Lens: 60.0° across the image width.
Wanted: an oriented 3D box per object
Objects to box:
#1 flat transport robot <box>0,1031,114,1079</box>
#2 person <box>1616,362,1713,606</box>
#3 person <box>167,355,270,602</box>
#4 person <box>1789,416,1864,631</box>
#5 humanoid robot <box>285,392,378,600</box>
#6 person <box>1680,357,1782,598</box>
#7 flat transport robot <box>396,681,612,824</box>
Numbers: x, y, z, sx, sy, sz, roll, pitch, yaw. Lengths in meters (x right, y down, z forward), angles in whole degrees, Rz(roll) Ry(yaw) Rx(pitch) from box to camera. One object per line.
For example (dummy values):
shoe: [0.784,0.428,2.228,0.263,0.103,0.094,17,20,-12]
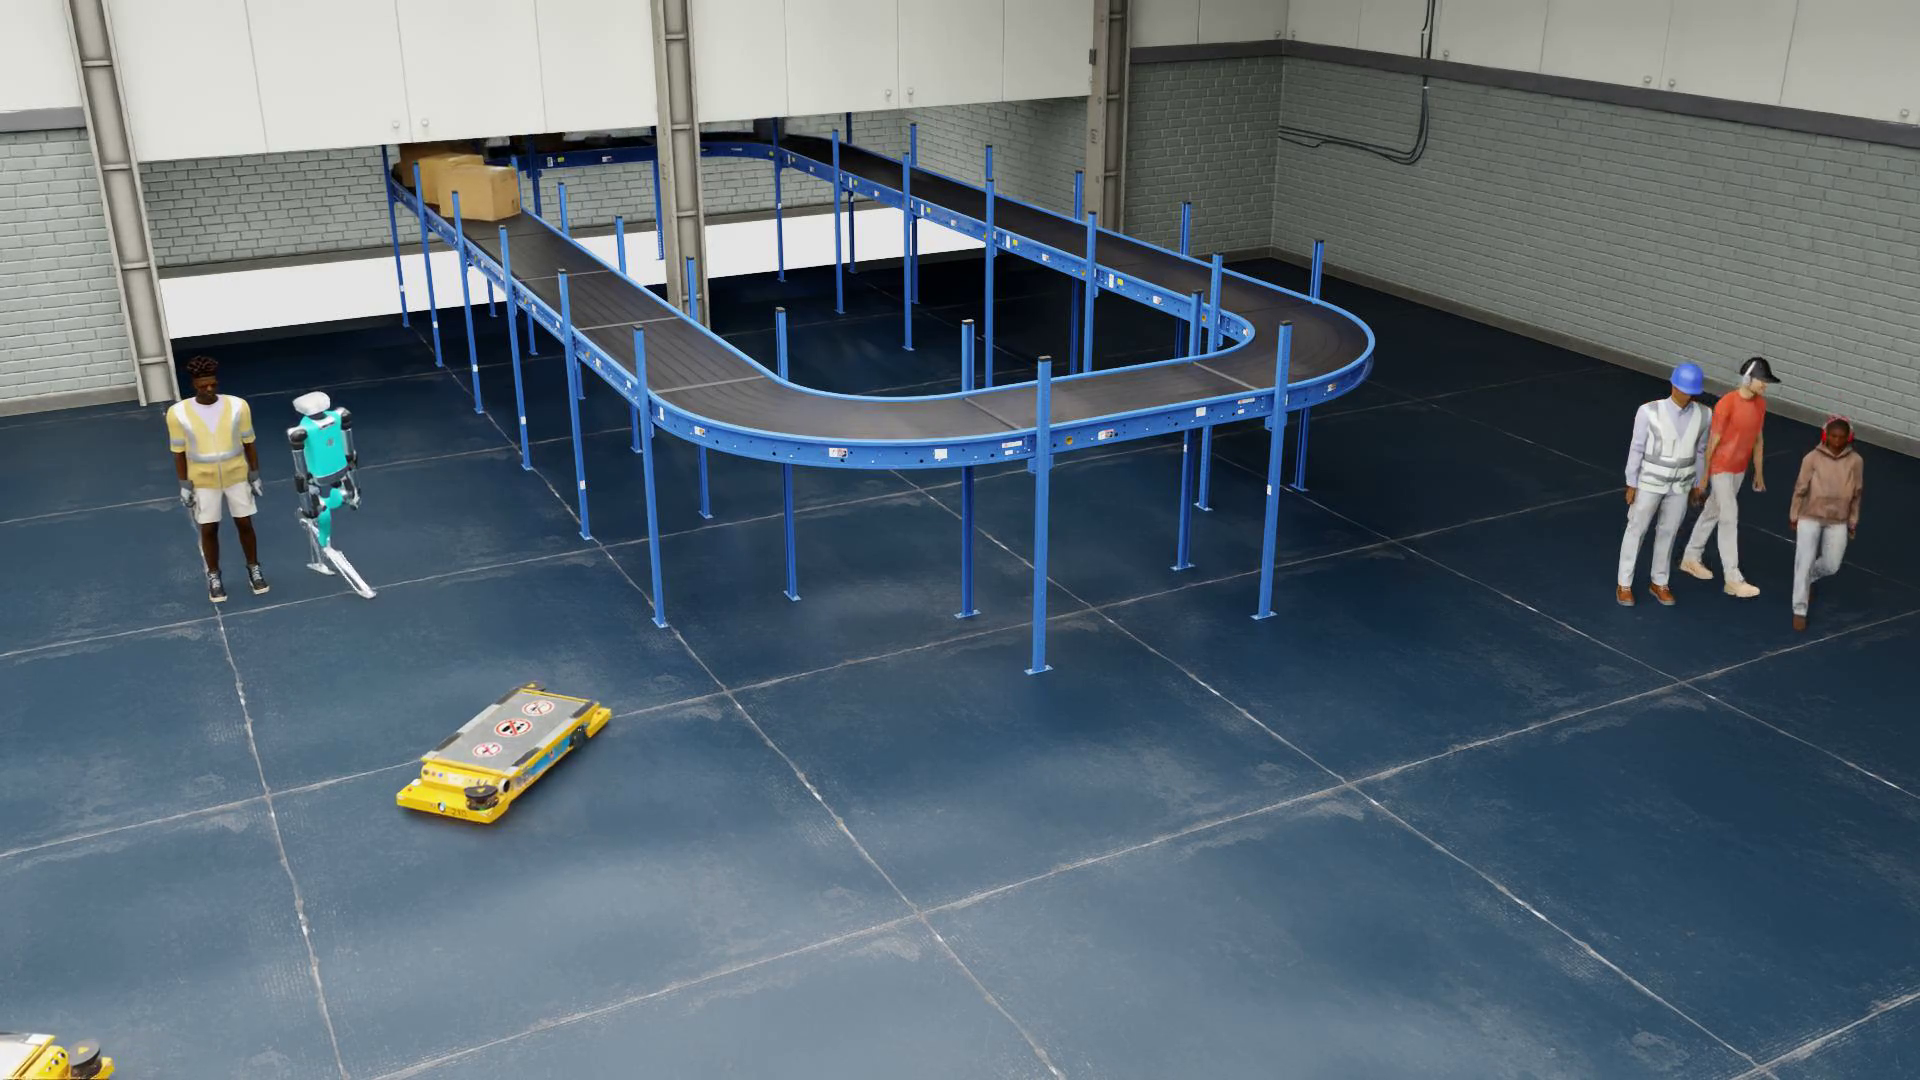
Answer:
flat transport robot: [-4.743,2.534,7.611,1.431,0.231,0.659,2,22,5]
person: [5.379,-0.428,12.702,0.603,1.944,0.395,-1,22,-2]
person: [-5.703,-0.480,12.819,0.606,1.959,0.372,-12,25,-27]
person: [6.454,-0.169,12.461,0.463,1.637,0.589,6,23,14]
humanoid robot: [-5.013,-0.351,12.856,1.042,1.752,0.588,15,27,33]
person: [6.093,-0.494,12.951,0.497,1.872,0.895,-11,25,-26]
flat transport robot: [-2.873,1.329,10.590,0.659,0.231,1.431,8,23,18]
